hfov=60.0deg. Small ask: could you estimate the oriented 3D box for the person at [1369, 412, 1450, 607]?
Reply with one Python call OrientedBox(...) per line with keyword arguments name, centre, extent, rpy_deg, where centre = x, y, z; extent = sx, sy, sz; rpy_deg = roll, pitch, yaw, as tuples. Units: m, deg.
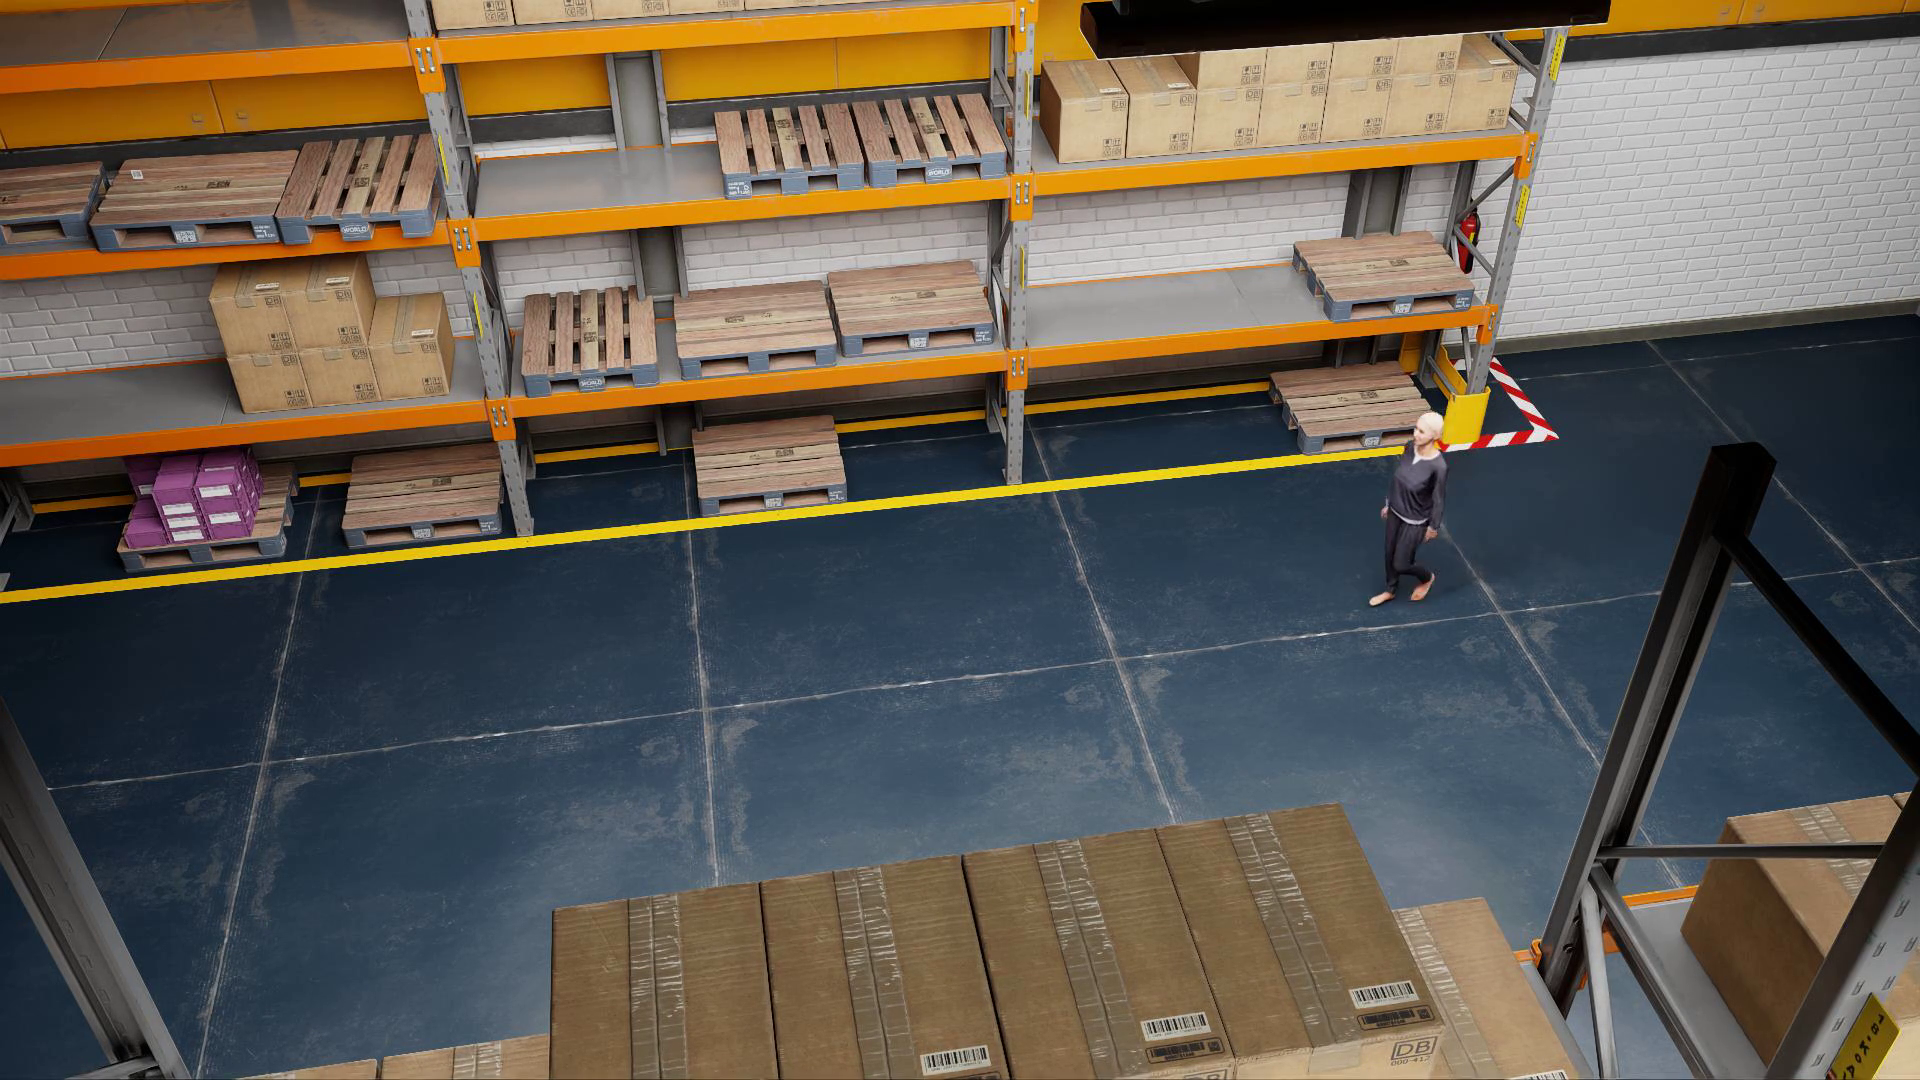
OrientedBox(name="person", centre=(3.357, -0.225, 12.190), extent=(0.771, 1.715, 0.701), rpy_deg=(-16, 41, -19))
